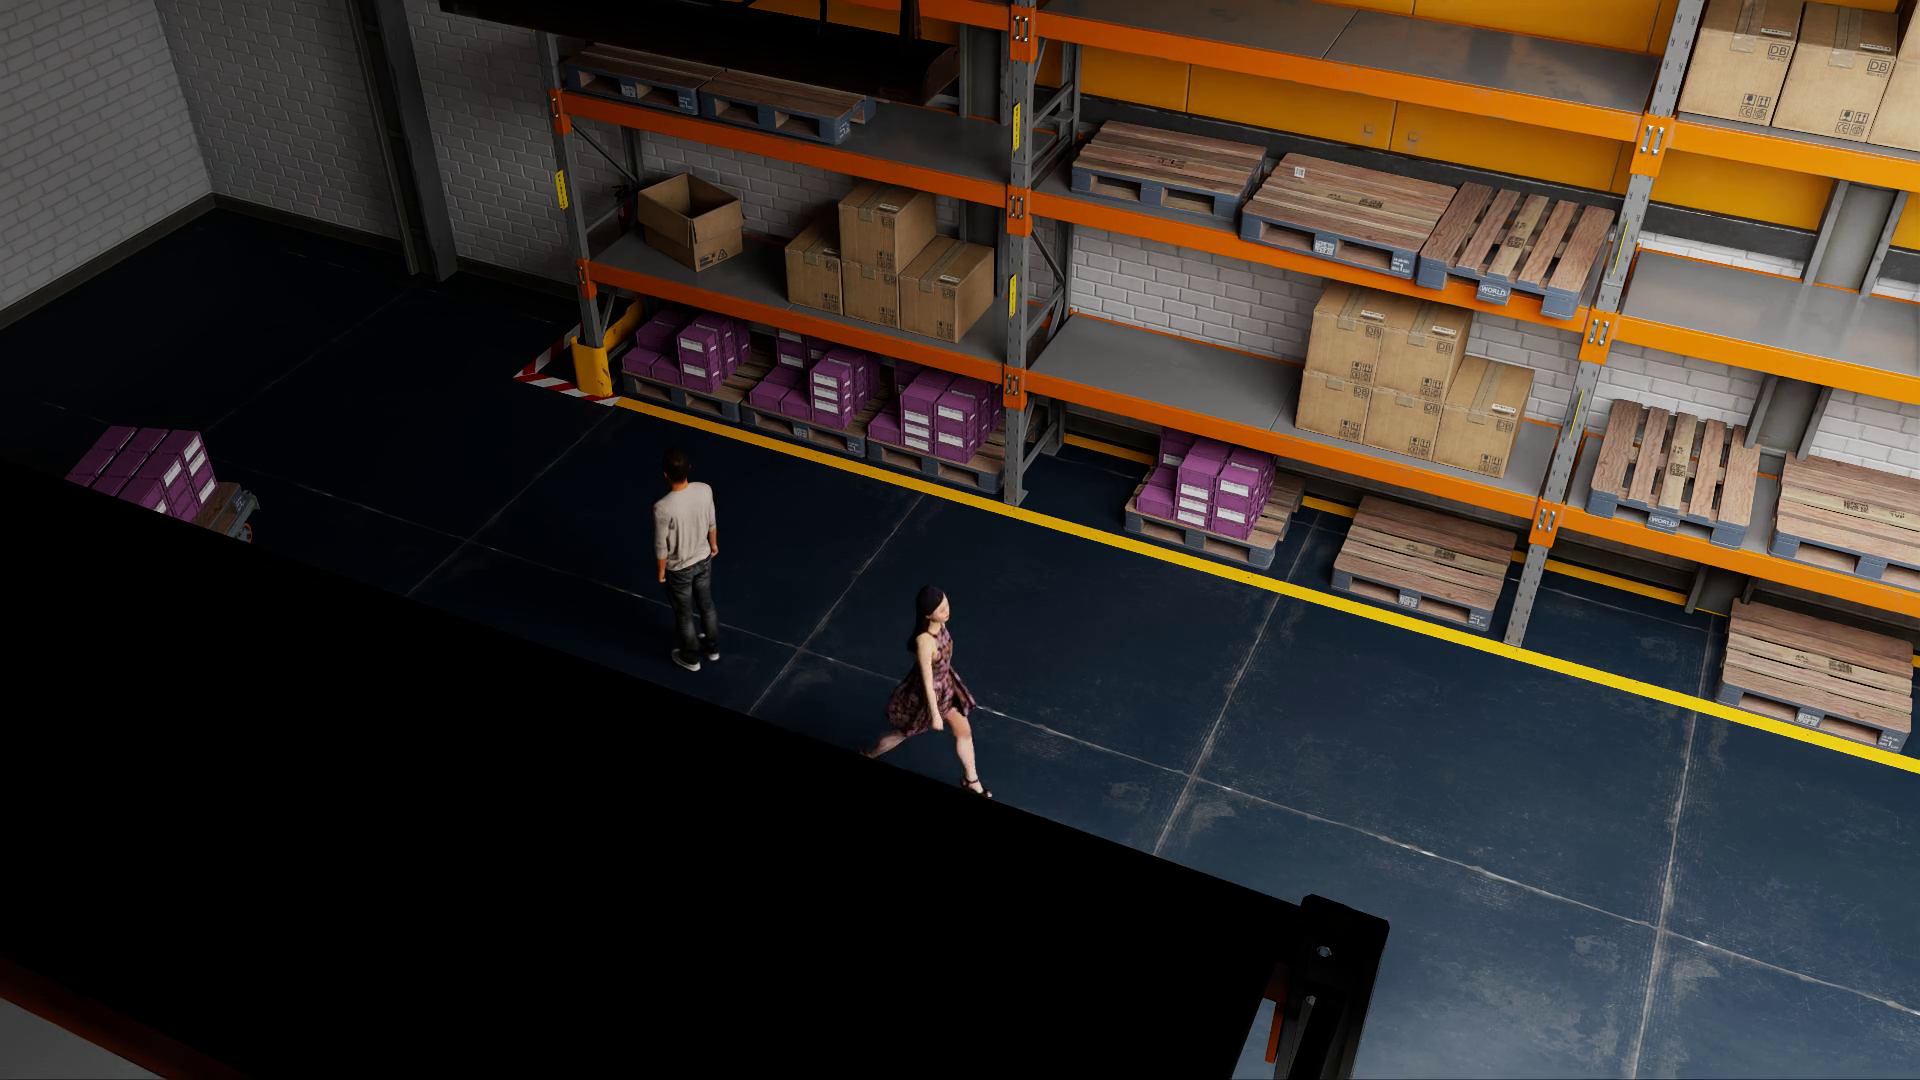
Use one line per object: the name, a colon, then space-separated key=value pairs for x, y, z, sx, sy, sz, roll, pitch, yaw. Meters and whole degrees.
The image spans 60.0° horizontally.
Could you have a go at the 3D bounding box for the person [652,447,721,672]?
person: x=-1.872 y=0.147 z=11.493 sx=0.719 sy=1.807 sz=0.674 roll=-31 pitch=48 yaw=-33

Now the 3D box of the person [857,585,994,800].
person: x=-0.286 y=0.992 z=10.498 sx=1.215 sy=1.728 sz=0.777 roll=9 pitch=39 yaw=11
